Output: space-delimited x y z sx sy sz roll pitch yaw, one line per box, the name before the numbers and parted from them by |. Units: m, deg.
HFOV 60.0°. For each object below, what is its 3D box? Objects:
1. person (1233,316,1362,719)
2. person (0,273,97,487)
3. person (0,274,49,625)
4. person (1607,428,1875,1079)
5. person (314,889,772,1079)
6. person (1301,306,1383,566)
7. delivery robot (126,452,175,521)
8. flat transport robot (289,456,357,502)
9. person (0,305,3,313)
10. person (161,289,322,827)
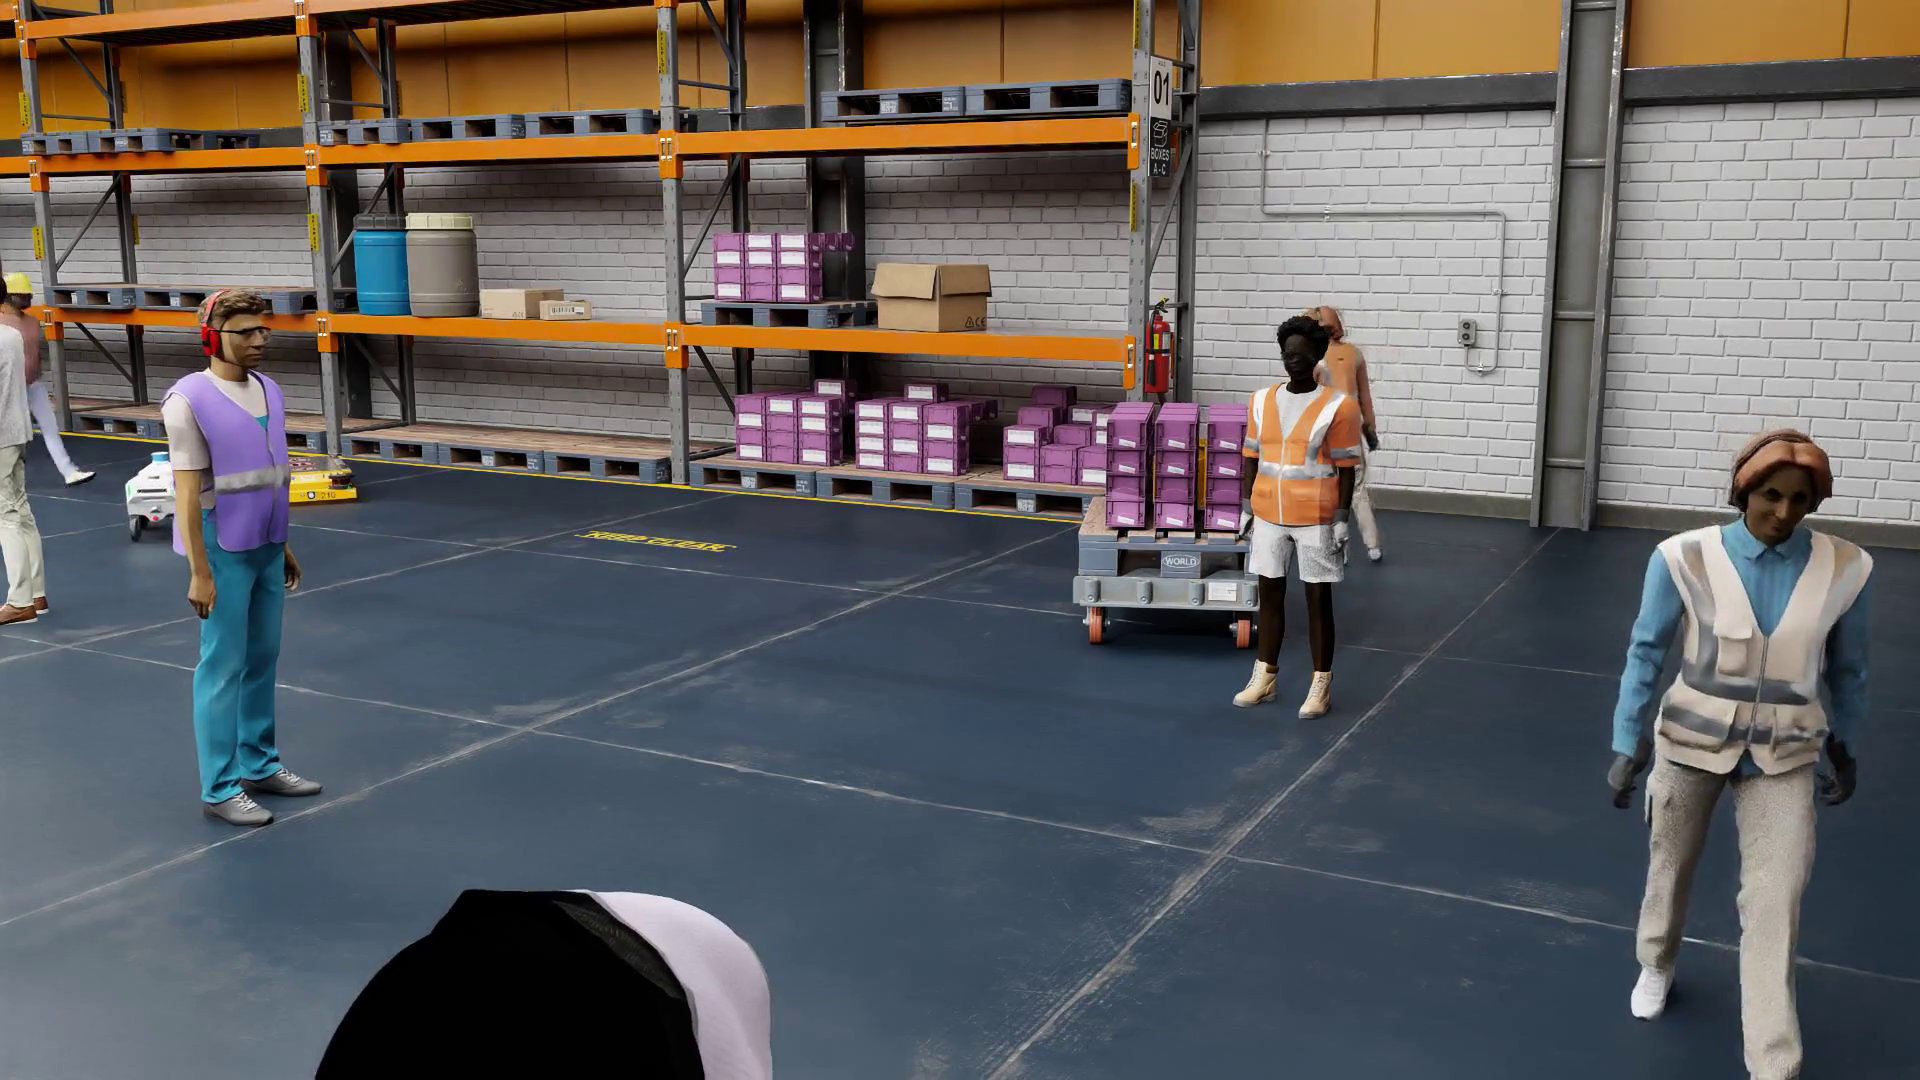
person | 1.419 -0.096 7.043 0.540 1.697 0.316 8 13 37
person | -7.404 -1.243 13.237 0.849 1.727 0.535 3 11 16
person | -5.043 -0.488 8.703 0.326 1.877 0.518 -2 11 -12
person | 1.853 0.517 3.976 0.578 1.586 0.891 3 11 14
person | -0.287 0.891 1.016 0.383 1.921 0.597 4 11 23
person | 2.346 -0.637 10.250 0.651 1.604 0.391 -6 12 -30
delivery robot | -5.437 -0.357 11.348 0.477 0.478 0.707 -3 11 -14
flat transport robot | -5.198 -0.495 13.140 0.652 0.197 1.431 -5 11 -26
person | -9.505 -1.809 16.019 0.672 1.853 0.988 -9 14 -42
person | -2.528 0.056 5.806 0.373 1.840 0.572 2 10 9
